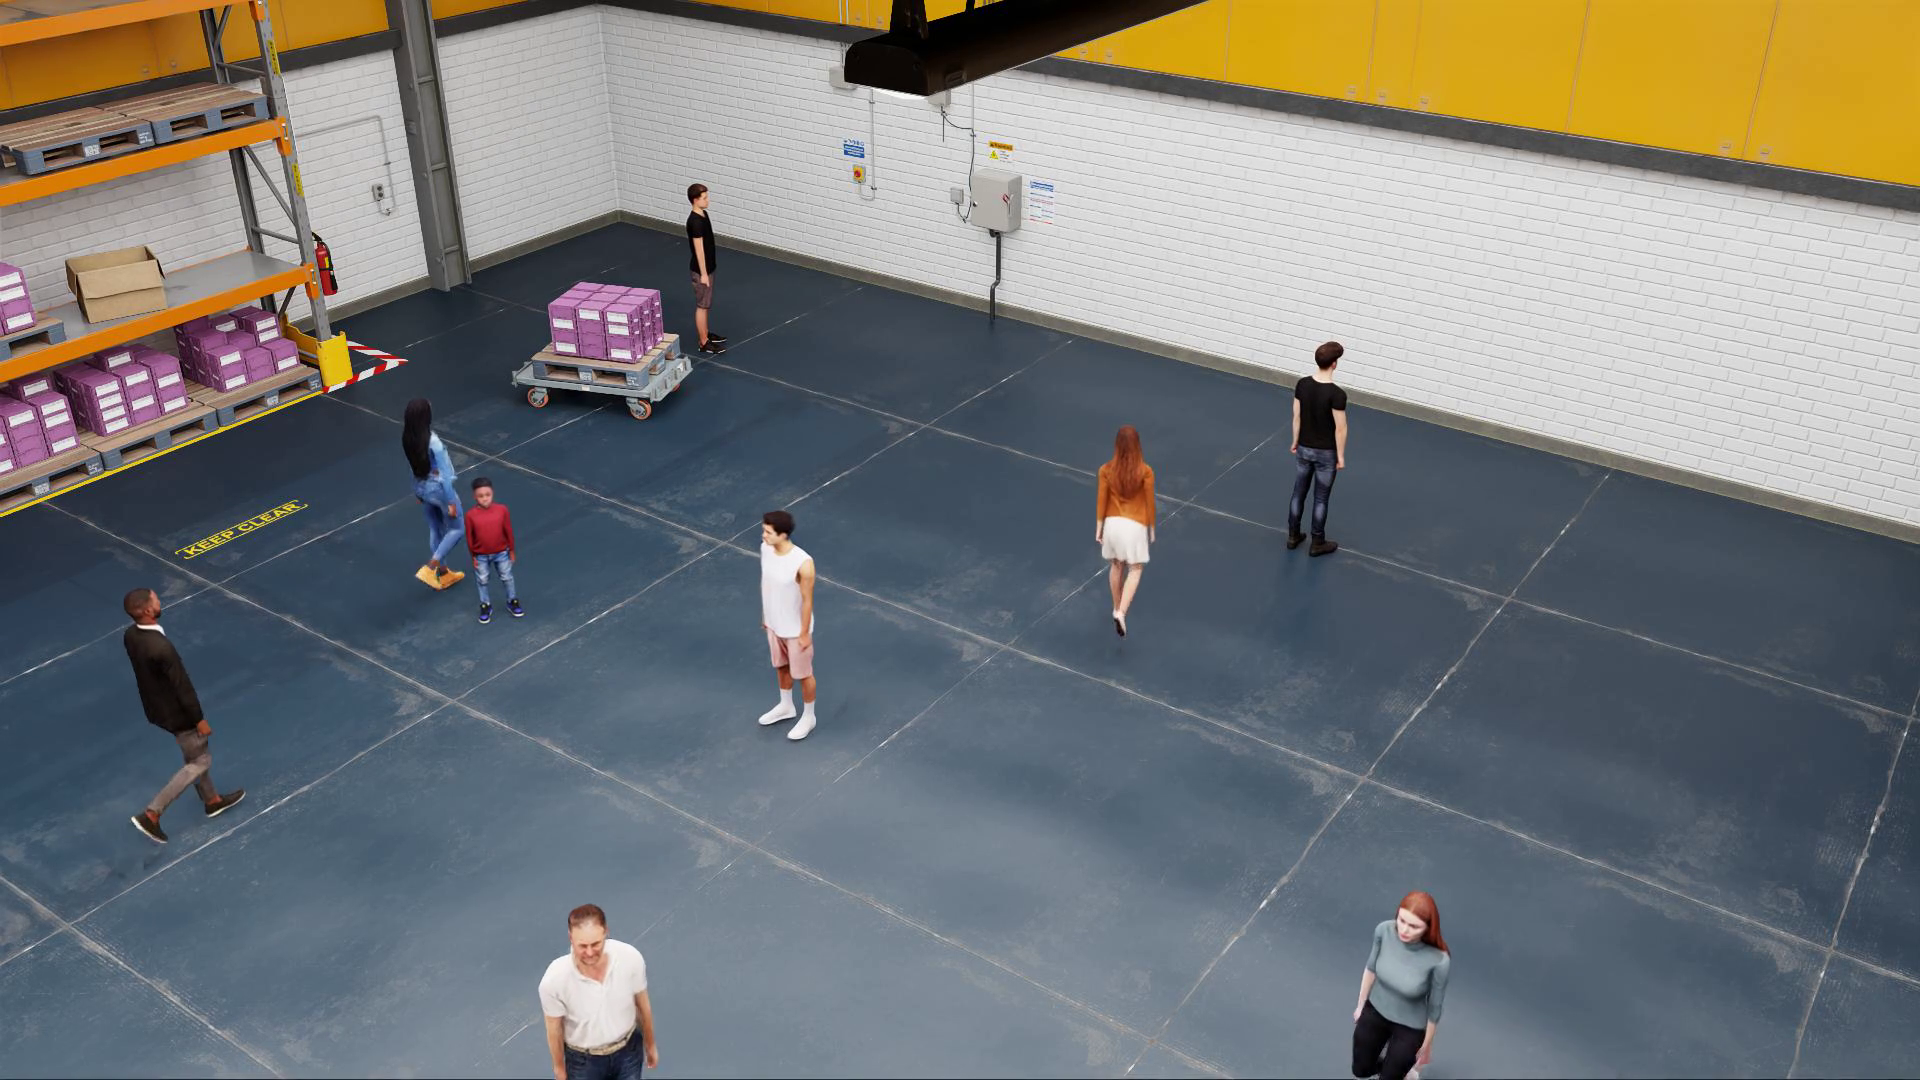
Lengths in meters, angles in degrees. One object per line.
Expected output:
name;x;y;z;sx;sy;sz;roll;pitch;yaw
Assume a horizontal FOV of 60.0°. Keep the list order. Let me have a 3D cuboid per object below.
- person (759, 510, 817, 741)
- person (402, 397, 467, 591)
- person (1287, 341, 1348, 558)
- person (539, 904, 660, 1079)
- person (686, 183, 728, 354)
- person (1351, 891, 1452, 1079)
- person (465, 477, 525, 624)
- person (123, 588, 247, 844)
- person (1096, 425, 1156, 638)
person;-1.189;0.566;11.707;0.665;1.785;0.620;25;37;37
person;-4.302;-0.311;13.405;0.604;1.700;0.724;18;33;30
person;3.013;-0.769;14.039;0.693;1.896;0.610;24;36;36
person;-1.765;2.453;8.189;0.834;1.841;0.894;-11;31;-20
person;-2.806;-2.984;18.136;0.830;1.861;0.739;-2;29;-3
person;2.234;2.407;8.388;0.858;1.733;0.686;-25;37;-38
person;-3.724;0.063;13.189;0.573;1.250;0.650;-9;30;-16
person;-5.091;1.142;10.651;0.727;1.786;1.014;22;35;34
person;1.280;-0.042;12.907;0.765;1.704;0.986;9;30;16
